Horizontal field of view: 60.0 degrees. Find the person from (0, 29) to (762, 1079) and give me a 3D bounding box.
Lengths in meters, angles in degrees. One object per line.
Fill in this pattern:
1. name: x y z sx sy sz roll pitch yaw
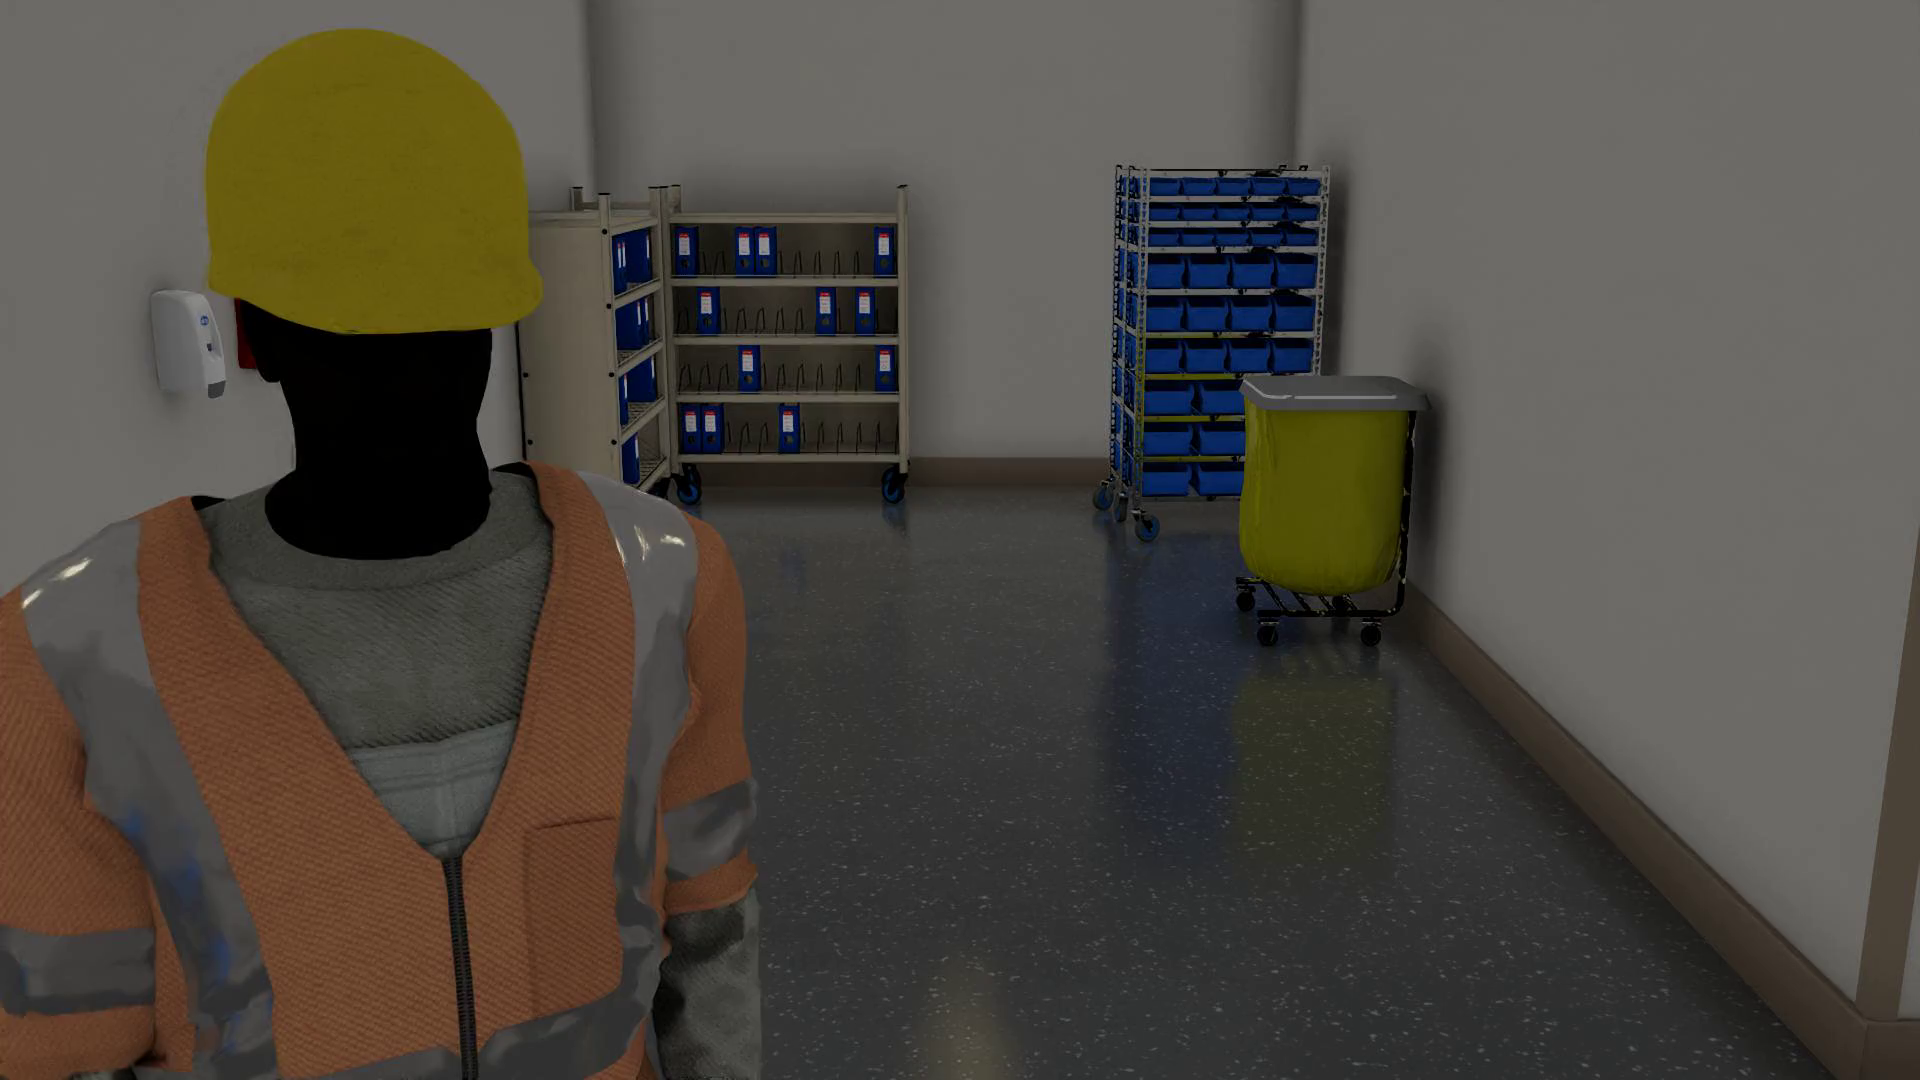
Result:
1. person: -0.420 0.584 1.363 0.584 1.917 0.408 -8 16 -31
